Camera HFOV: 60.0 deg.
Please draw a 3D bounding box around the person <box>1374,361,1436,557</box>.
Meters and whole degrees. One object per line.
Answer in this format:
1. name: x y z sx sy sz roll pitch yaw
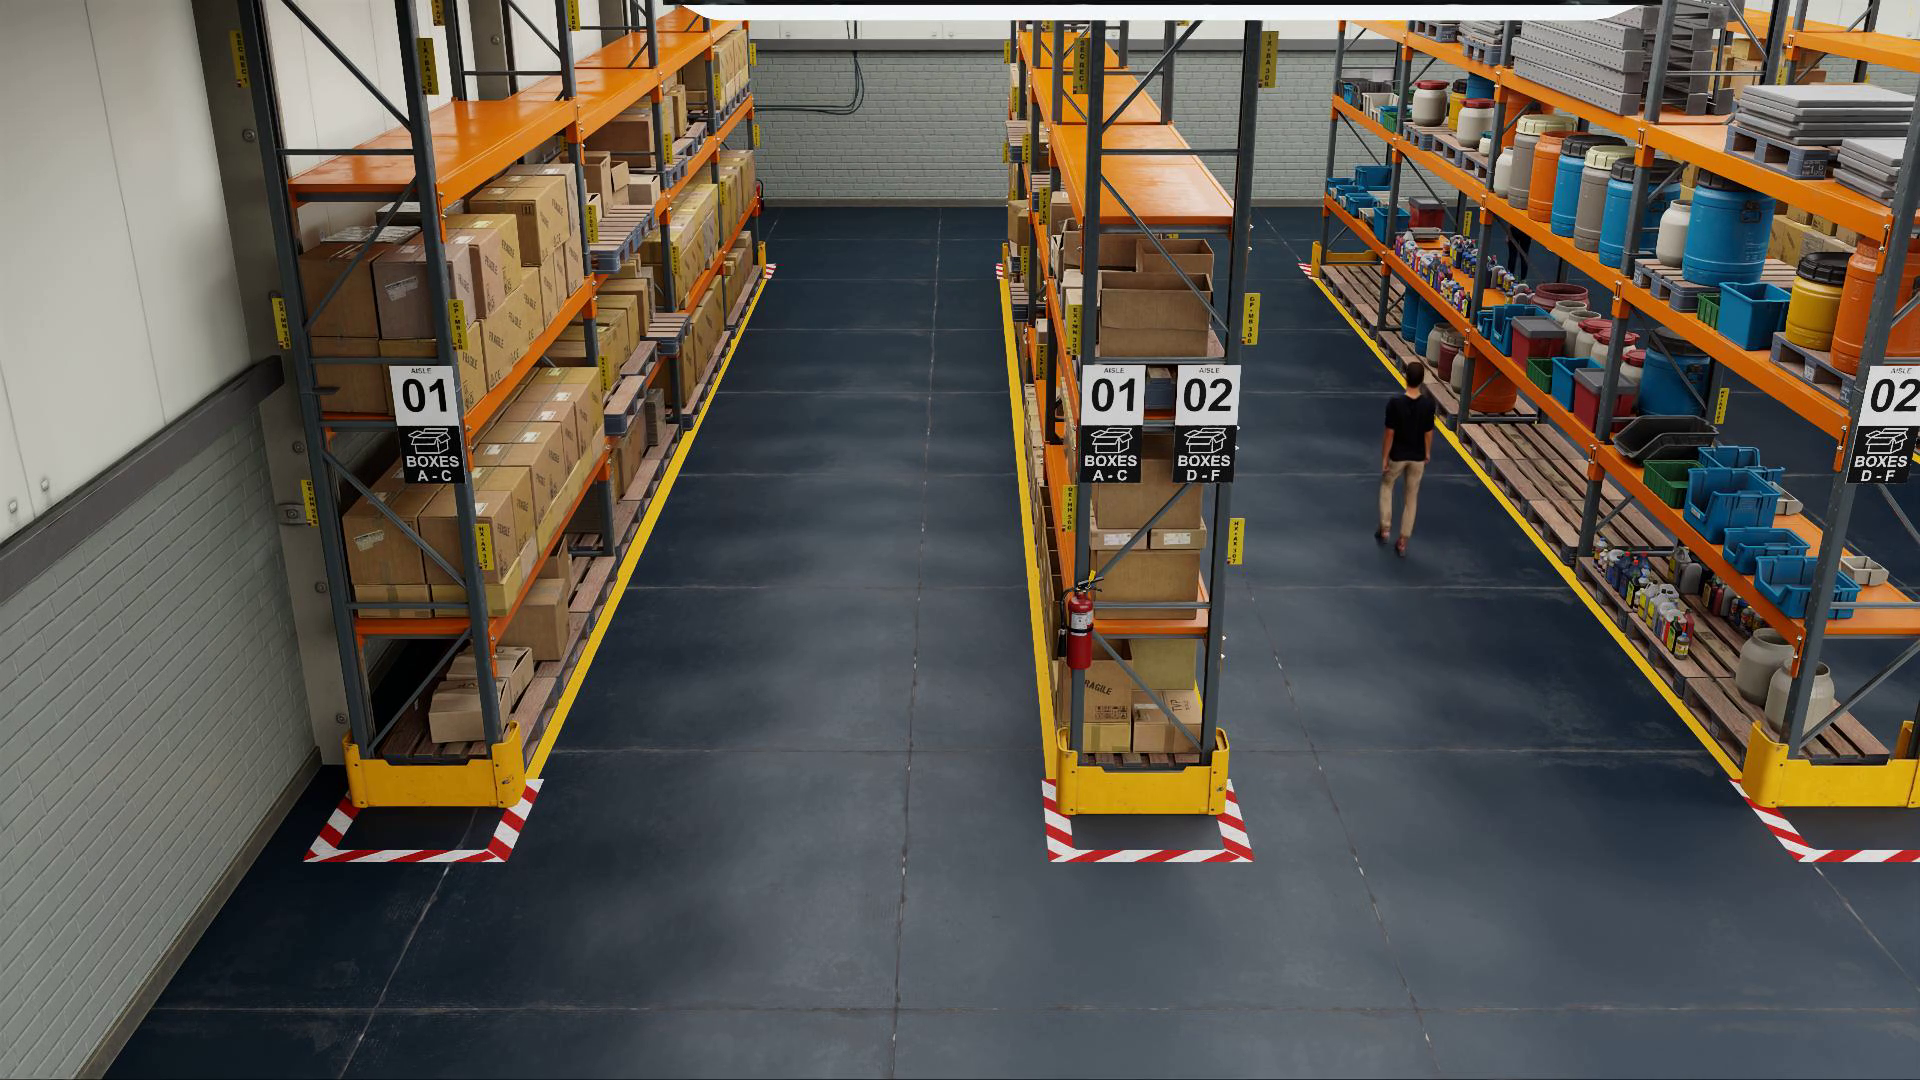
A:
1. person: 4.194 -0.730 15.551 0.677 1.837 0.731 2 22 6
